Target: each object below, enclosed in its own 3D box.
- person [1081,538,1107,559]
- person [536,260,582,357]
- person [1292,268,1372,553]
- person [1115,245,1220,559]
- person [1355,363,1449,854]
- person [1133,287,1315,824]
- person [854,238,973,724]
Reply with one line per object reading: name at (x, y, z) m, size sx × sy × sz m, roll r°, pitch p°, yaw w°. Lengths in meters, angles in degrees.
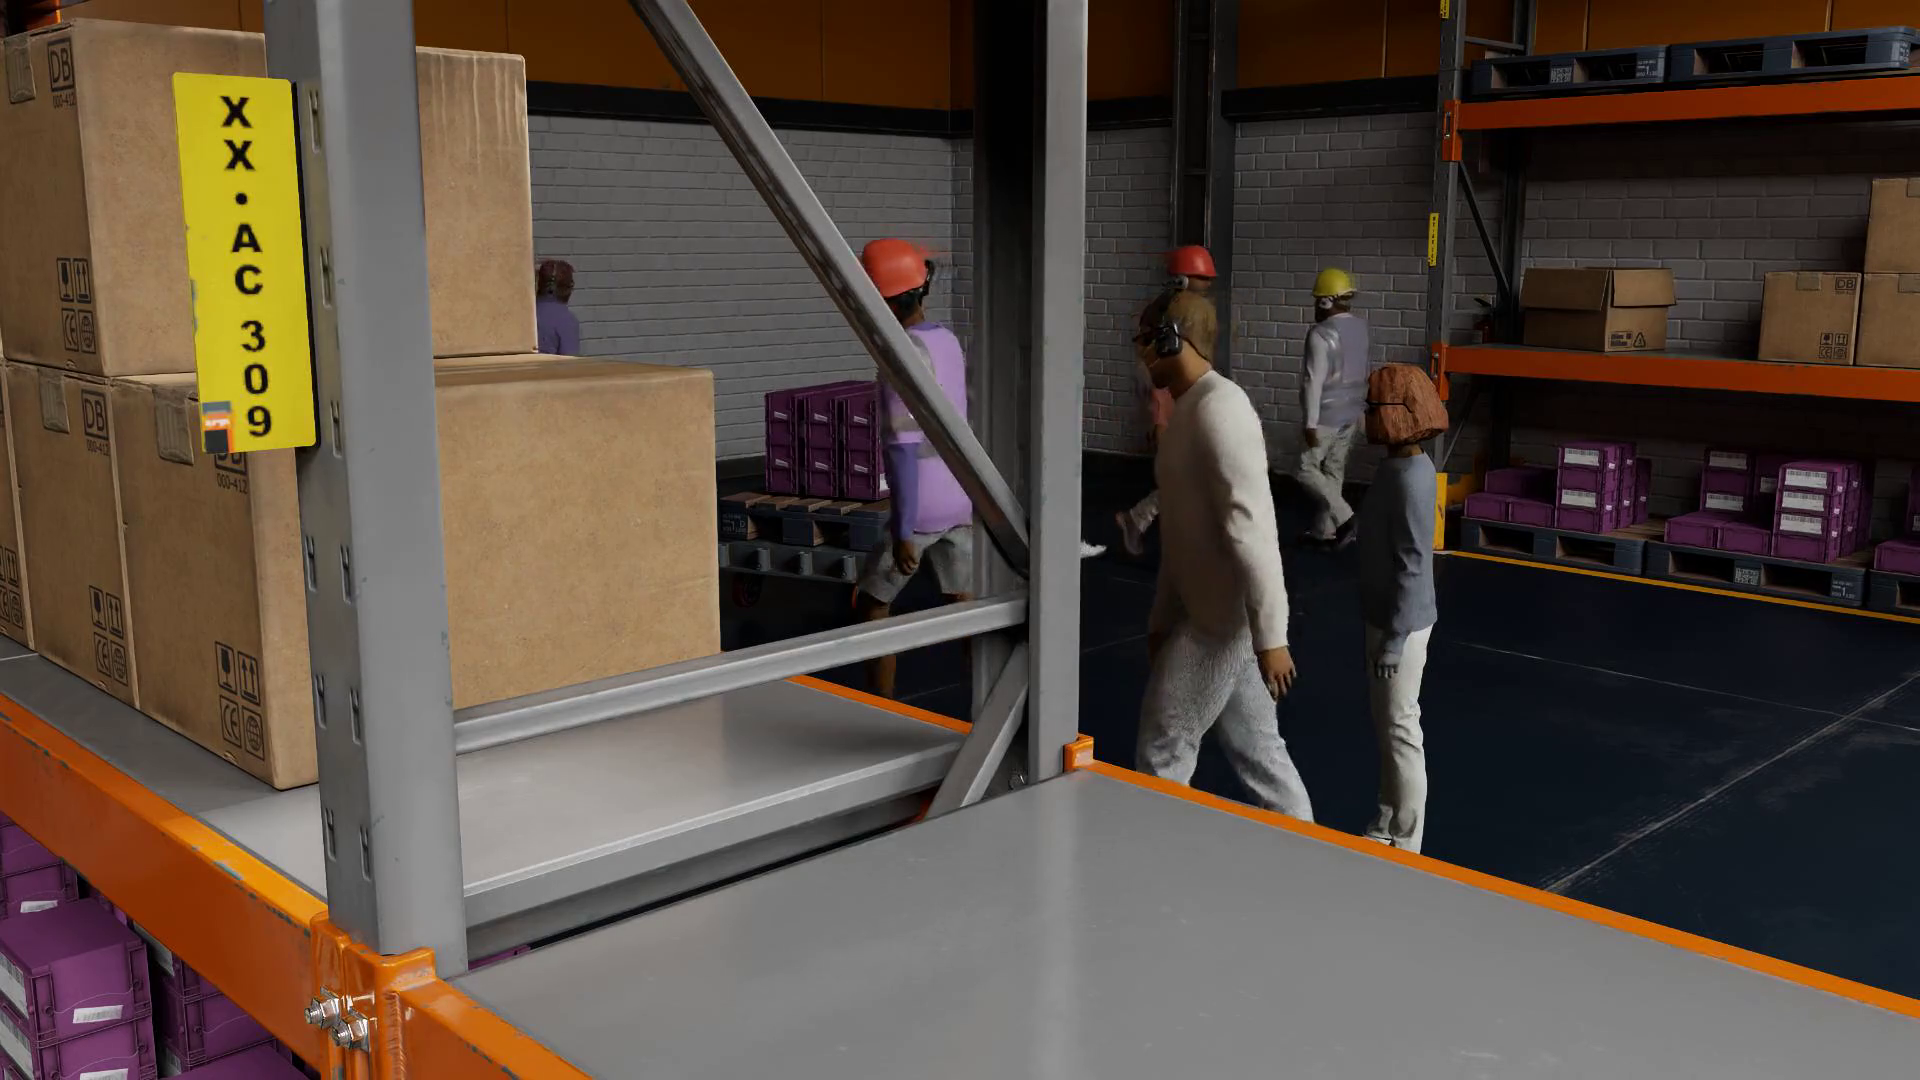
person at (0.572, -0.672, 10.410) m, size 0.632 × 1.612 × 0.511 m, roll 1°, pitch 10°, yaw 4°
person at (-2.751, -0.895, 10.929) m, size 0.825 × 1.863 × 0.408 m, roll 6°, pitch 12°, yaw 30°
person at (2.350, -0.796, 10.487) m, size 0.617 × 1.818 × 0.558 m, roll -9°, pitch 14°, yaw -41°
person at (1.260, -0.752, 9.837) m, size 0.775 × 1.973 × 0.627 m, roll 8°, pitch 13°, yaw 37°
person at (1.338, 0.270, 5.184) m, size 0.285 × 1.633 × 0.500 m, roll 1°, pitch 10°, yaw 7°
person at (0.642, 0.243, 4.674) m, size 0.960 × 1.872 × 0.702 m, roll 1°, pitch 10°, yaw 7°
person at (-0.184, -0.133, 6.344) m, size 0.770 × 2.006 × 0.774 m, roll 5°, pitch 11°, yaw 25°
